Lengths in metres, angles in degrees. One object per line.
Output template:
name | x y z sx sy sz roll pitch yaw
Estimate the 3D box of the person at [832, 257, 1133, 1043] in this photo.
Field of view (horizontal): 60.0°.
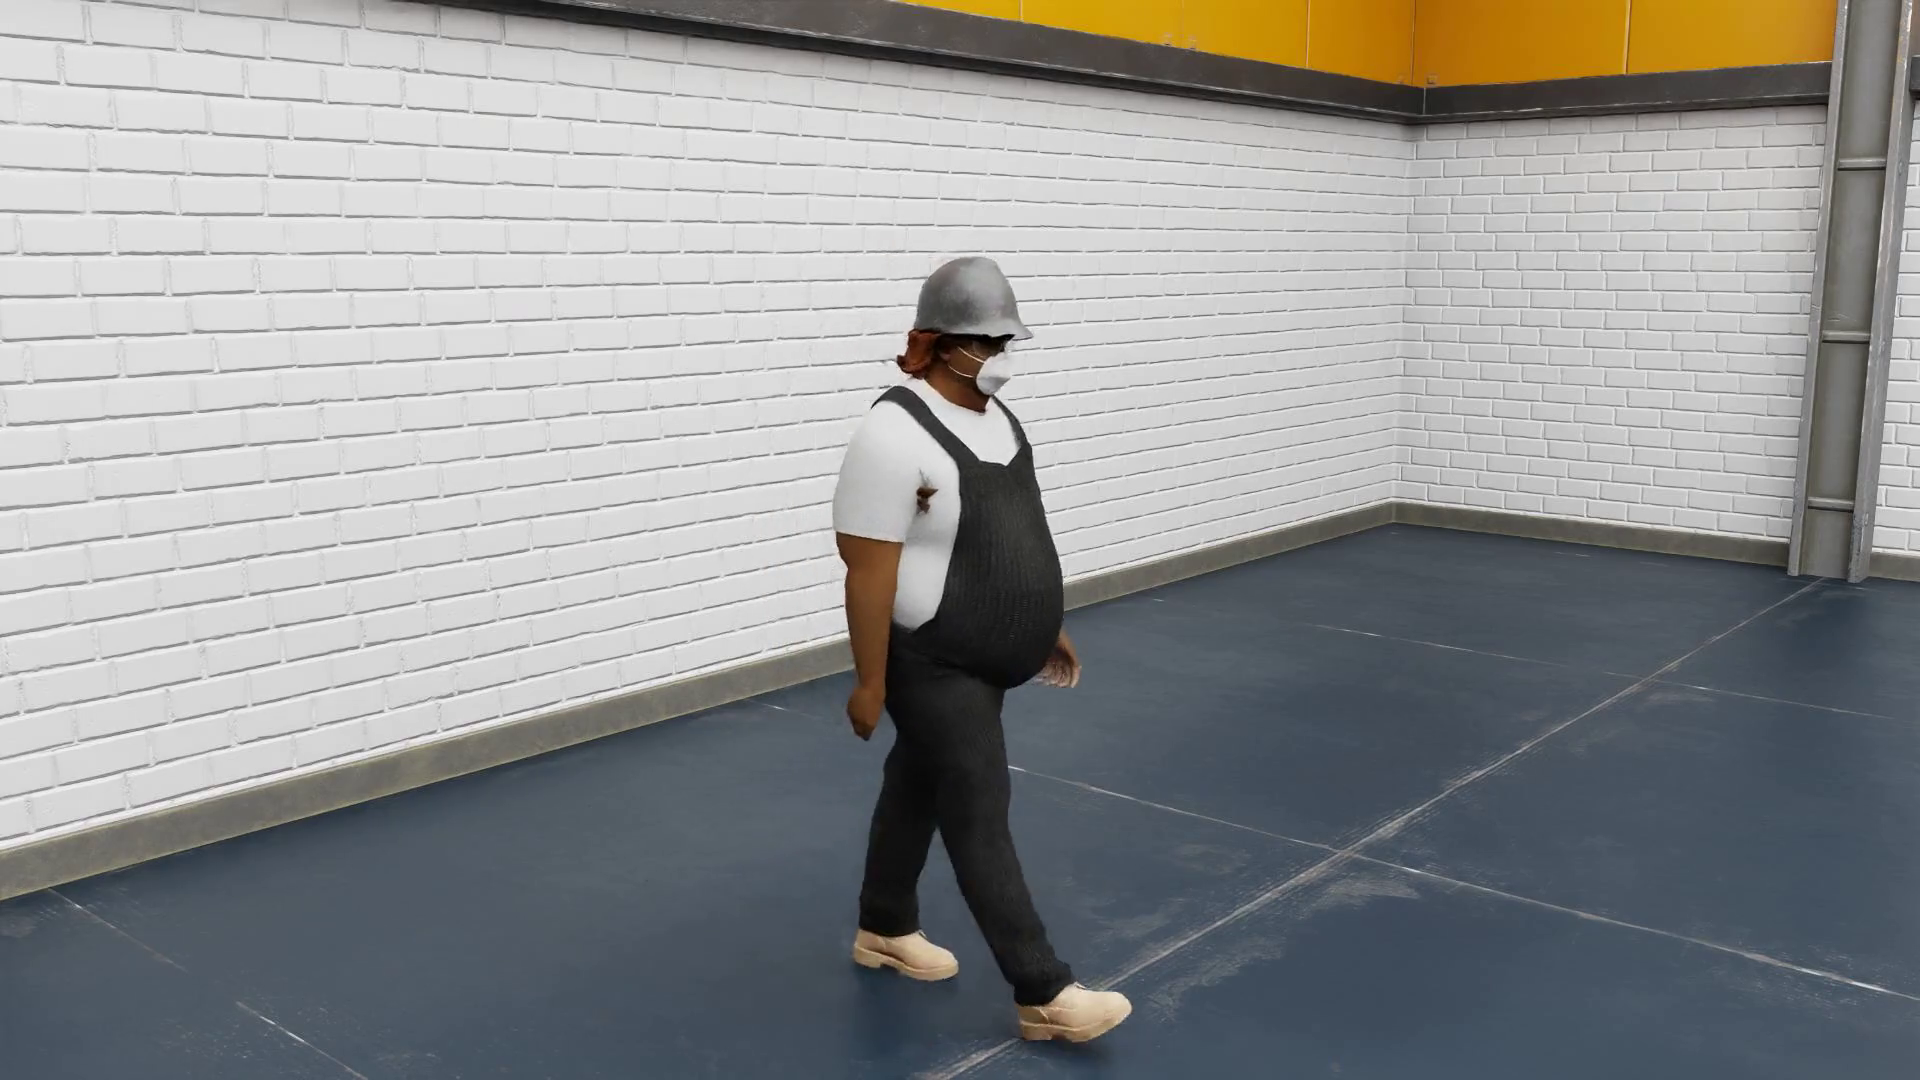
person | 0.076 0.255 4.331 0.980 2.000 0.700 5 11 26
